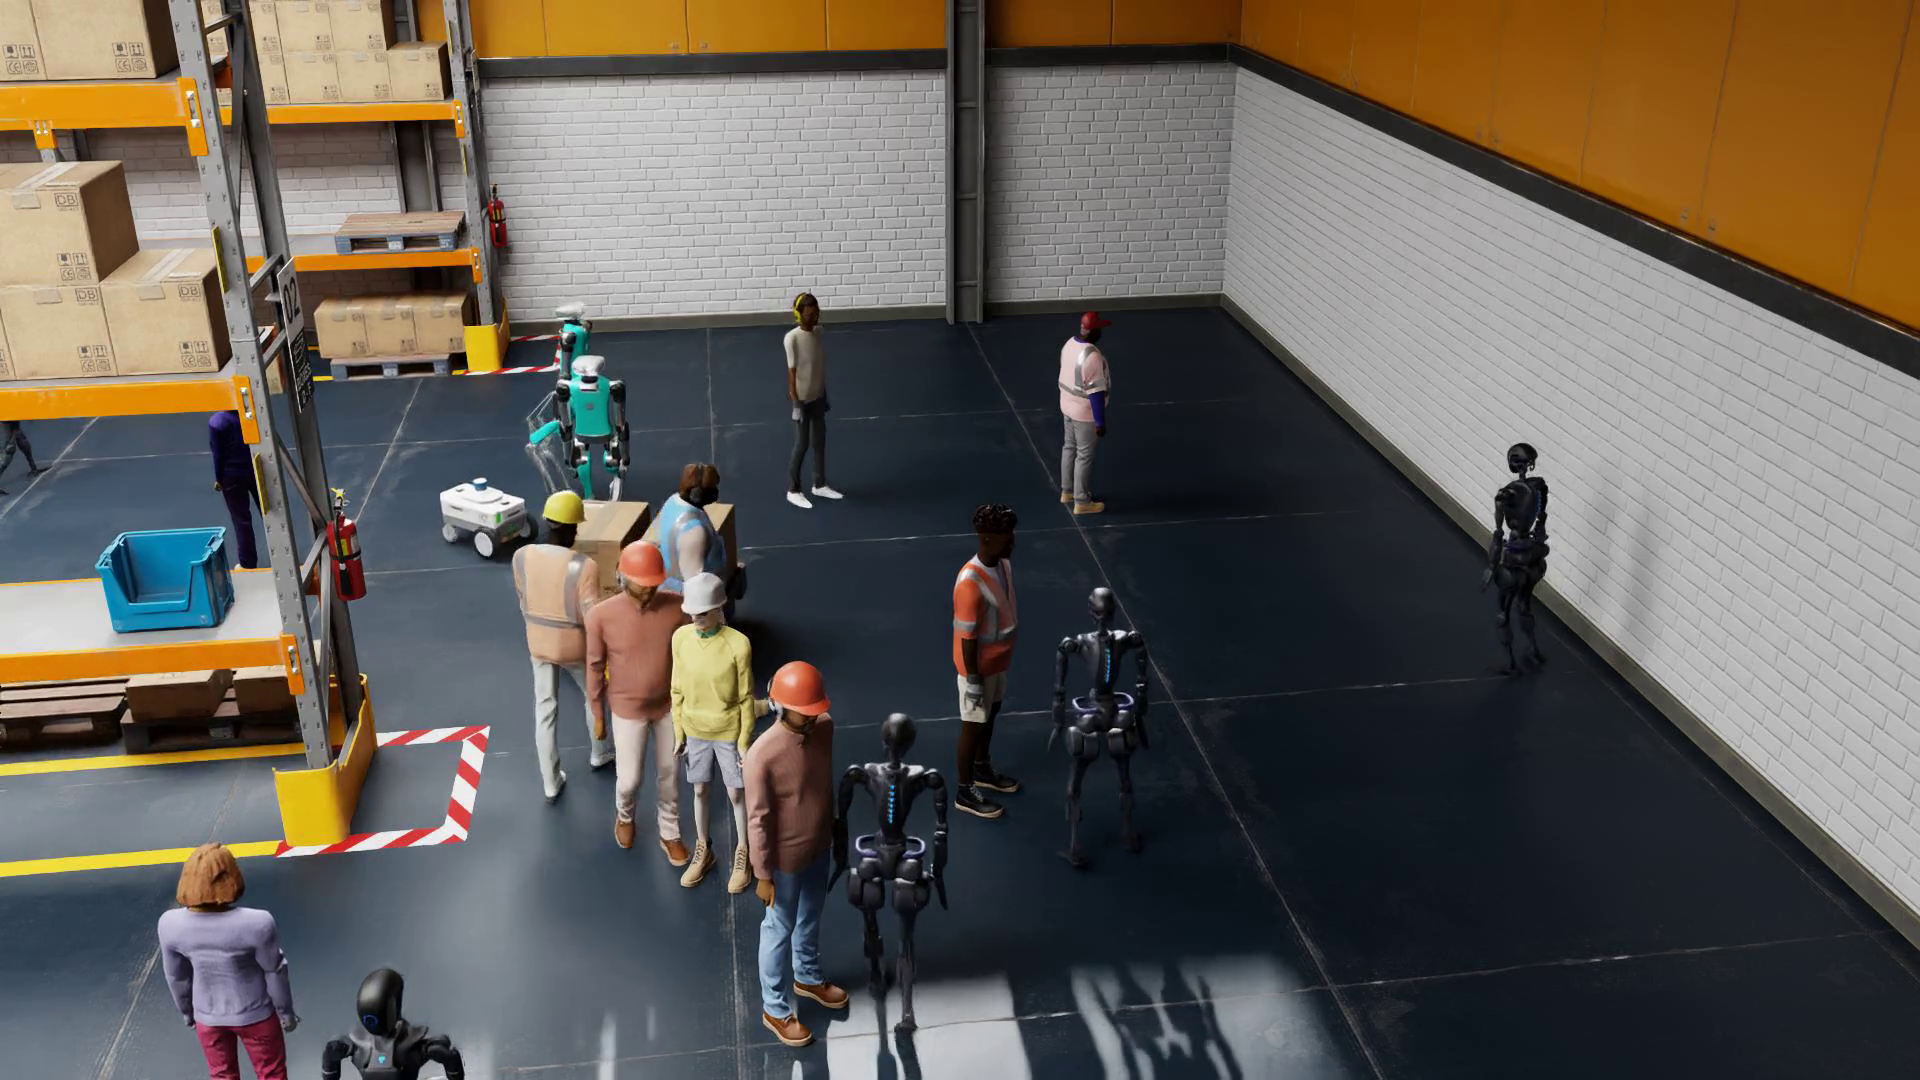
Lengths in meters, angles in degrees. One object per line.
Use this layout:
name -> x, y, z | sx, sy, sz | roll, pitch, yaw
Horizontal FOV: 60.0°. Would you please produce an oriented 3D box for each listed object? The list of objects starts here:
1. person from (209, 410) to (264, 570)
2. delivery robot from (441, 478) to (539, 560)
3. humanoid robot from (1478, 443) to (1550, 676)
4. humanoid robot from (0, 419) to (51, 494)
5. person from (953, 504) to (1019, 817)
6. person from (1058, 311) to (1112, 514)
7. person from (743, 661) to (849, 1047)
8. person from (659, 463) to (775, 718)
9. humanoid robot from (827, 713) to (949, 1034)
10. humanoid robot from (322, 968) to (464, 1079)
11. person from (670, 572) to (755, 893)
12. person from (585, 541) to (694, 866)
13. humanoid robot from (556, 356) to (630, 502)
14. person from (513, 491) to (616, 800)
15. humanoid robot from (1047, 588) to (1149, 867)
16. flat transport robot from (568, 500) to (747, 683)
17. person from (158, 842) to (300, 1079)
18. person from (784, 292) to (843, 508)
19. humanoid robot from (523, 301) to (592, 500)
person -> -5.542, -0.509, 12.865 | 0.337, 1.623, 0.464 | 19, 30, 36
delivery robot -> -3.841, -0.193, 13.499 | 0.793, 0.610, 0.499 | 14, 27, 29
humanoid robot -> 3.819, 0.141, 11.340 | 0.608, 1.640, 0.400 | -16, 29, -33
humanoid robot -> -8.406, -1.244, 14.539 | 0.600, 1.634, 0.773 | 10, 26, 21
person -> 0.155, 0.690, 9.730 | 0.374, 1.958, 0.605 | 9, 25, 19
person -> 1.064, -1.079, 14.026 | 0.417, 1.747, 0.594 | -10, 26, -22
person -> -0.760, 1.464, 7.921 | 0.397, 1.989, 0.621 | 14, 27, 29
person -> -1.605, 0.343, 10.695 | 0.834, 1.802, 0.648 | -10, 26, -22
humanoid robot -> -0.351, 1.615, 8.002 | 0.601, 1.636, 0.649 | -1, 24, -3
humanoid robot -> -2.137, 2.323, 6.413 | 0.586, 1.625, 0.775 | -2, 24, -3
person -> -1.336, 1.033, 9.030 | 0.472, 1.892, 0.385 | 5, 24, 12
person -> -1.722, 0.907, 9.204 | 0.636, 1.972, 0.442 | -12, 26, -25
humanoid robot -> -2.848, -0.687, 13.197 | 0.552, 1.779, 0.881 | -2, 24, -4
person -> -2.362, 0.599, 10.015 | 0.619, 1.879, 0.799 | 7, 25, 15
humanoid robot -> 0.793, 1.048, 9.277 | 0.584, 1.639, 0.412 | -5, 24, -11
flat transport robot -> -2.219, 0.633, 11.954 | 0.659, 0.231, 1.431 | 2, 24, 5
person -> -3.084, 2.017, 7.101 | 0.500, 1.631, 0.285 | 0, 24, 0
person -> -1.267, -1.191, 14.144 | 0.395, 1.874, 0.506 | 14, 27, 29
humanoid robot -> -3.475, -1.179, 14.217 | 0.736, 1.751, 0.536 | 3, 24, 6
